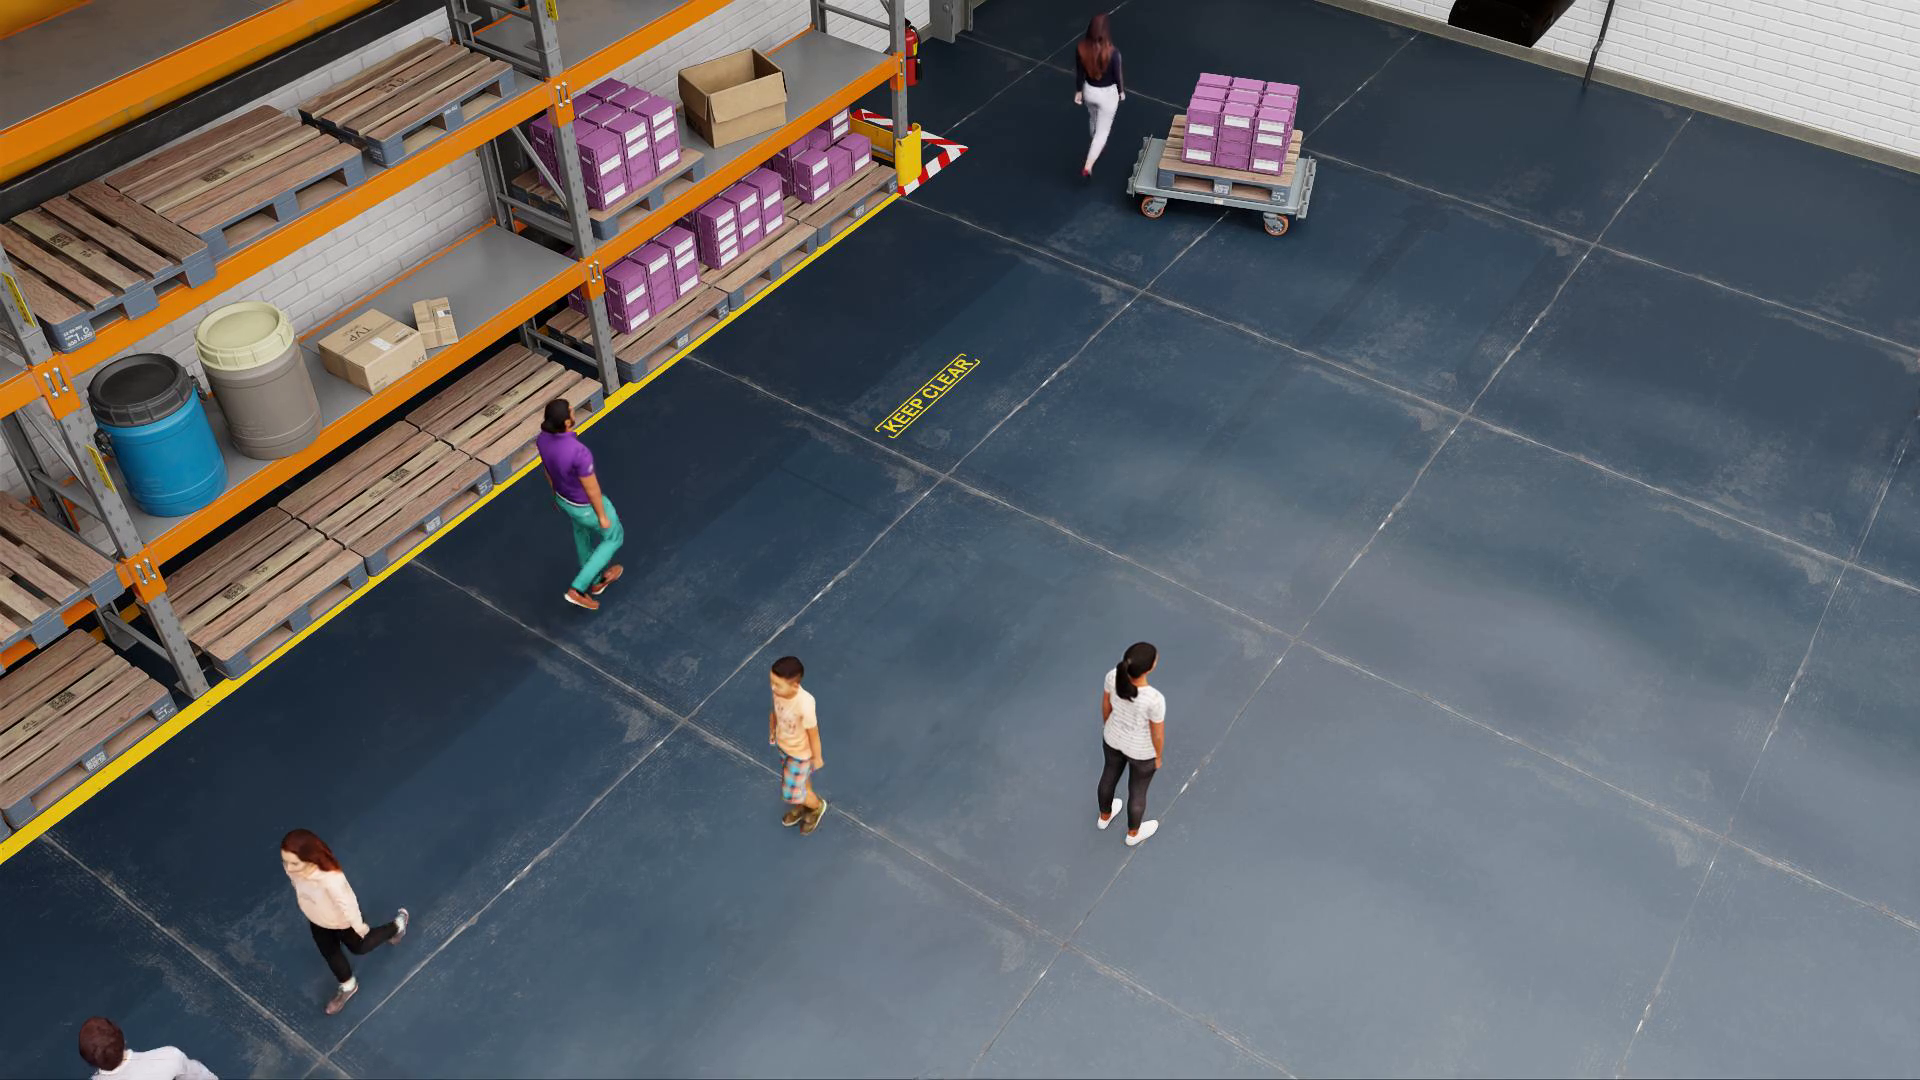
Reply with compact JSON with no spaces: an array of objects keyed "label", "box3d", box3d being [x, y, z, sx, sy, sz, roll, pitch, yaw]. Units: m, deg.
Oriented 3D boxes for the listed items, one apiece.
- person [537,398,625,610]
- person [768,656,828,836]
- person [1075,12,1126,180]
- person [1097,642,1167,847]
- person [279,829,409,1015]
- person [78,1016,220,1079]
[{"label":"person","box3d":[-2.622,-0.198,11.260,0.623,1.762,0.801,27,50,25]},{"label":"person","box3d":[-0.931,1.202,10.014,0.604,1.451,0.593,-32,52,-29]},{"label":"person","box3d":[1.290,-4.102,15.491,0.683,1.576,1.047,20,47,20]},{"label":"person","box3d":[1.015,1.196,9.881,0.587,1.646,0.544,30,51,28]},{"label":"person","box3d":[-3.402,2.005,9.164,0.660,1.463,0.916,19,47,19]},{"label":"person","box3d":[-3.778,2.897,7.960,0.948,1.832,0.960,-20,47,-20]}]
